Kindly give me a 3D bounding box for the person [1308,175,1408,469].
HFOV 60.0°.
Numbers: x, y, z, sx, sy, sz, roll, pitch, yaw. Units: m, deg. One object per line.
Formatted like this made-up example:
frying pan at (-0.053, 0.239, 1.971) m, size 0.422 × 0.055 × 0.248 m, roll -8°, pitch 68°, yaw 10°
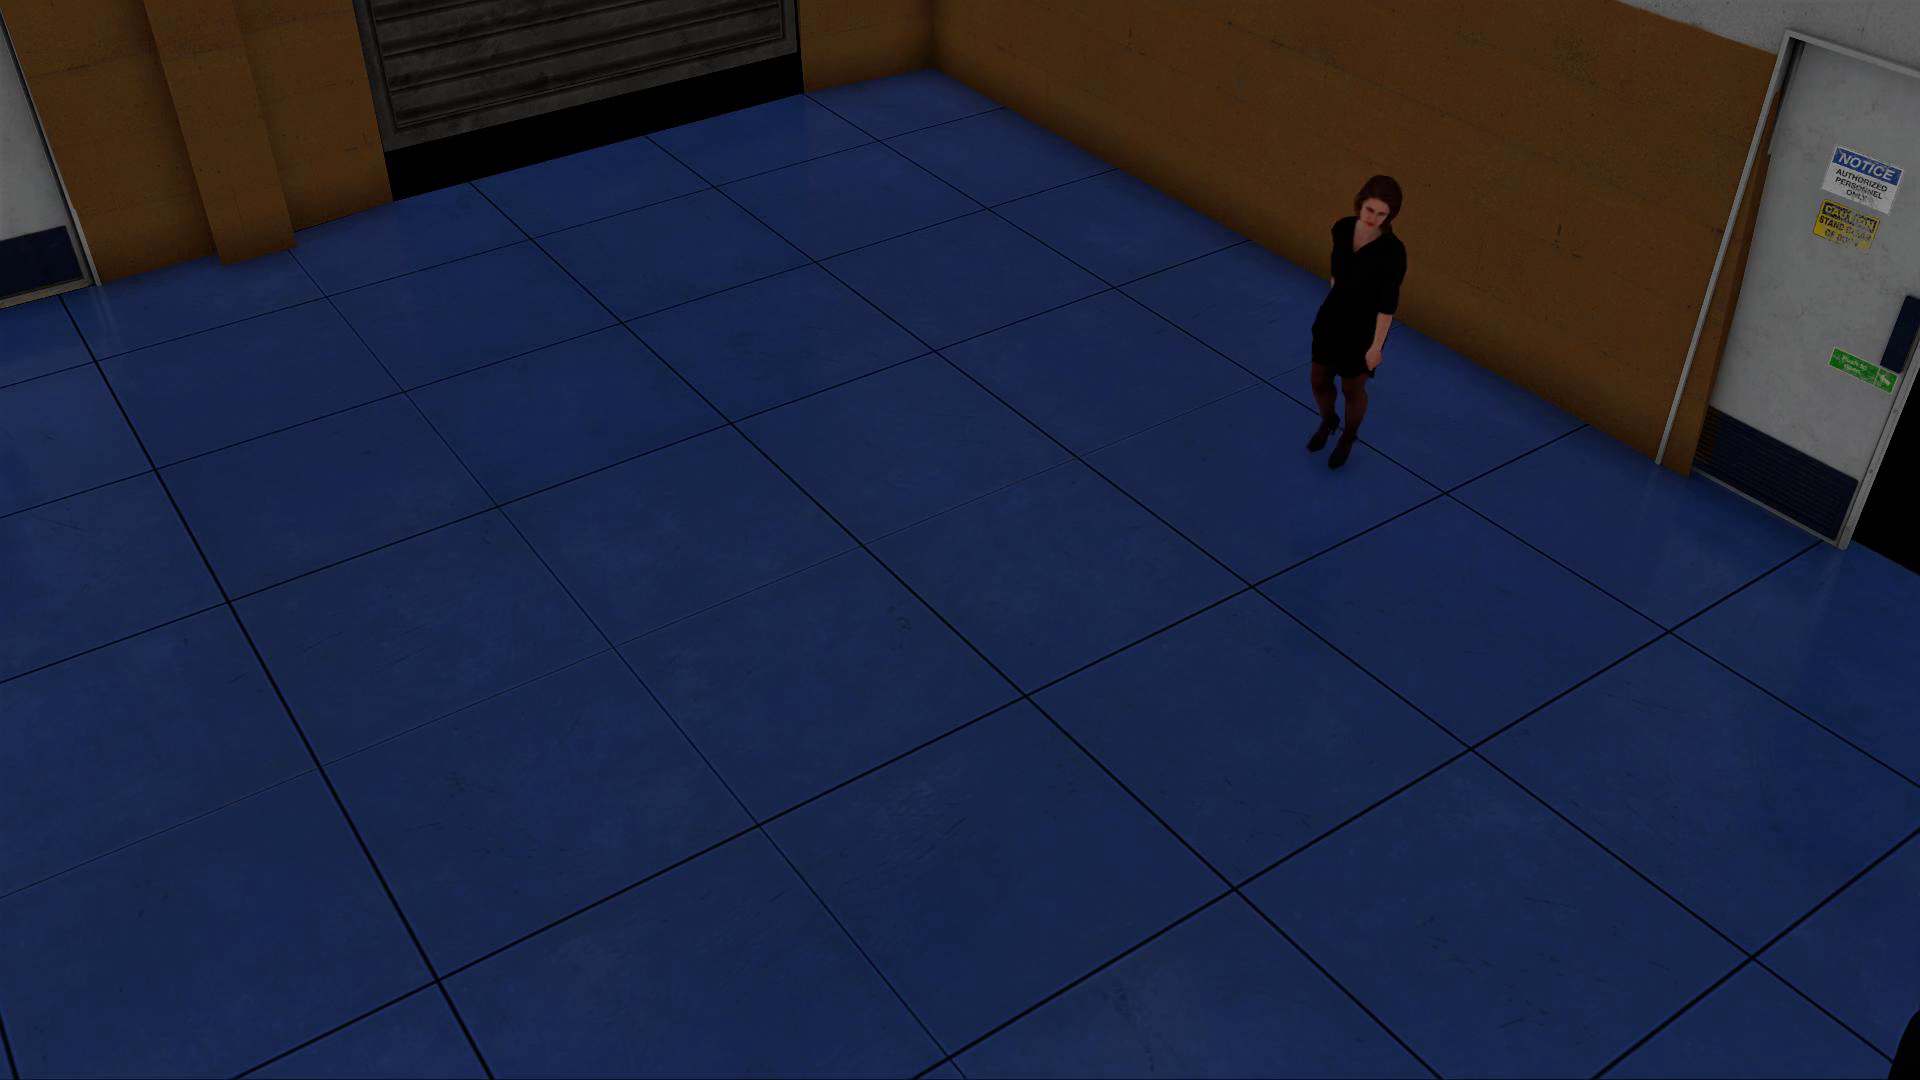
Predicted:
person at (1.943, -1.053, 8.143) m, size 0.629 × 1.672 × 0.638 m, roll -18°, pitch 40°, yaw -22°
